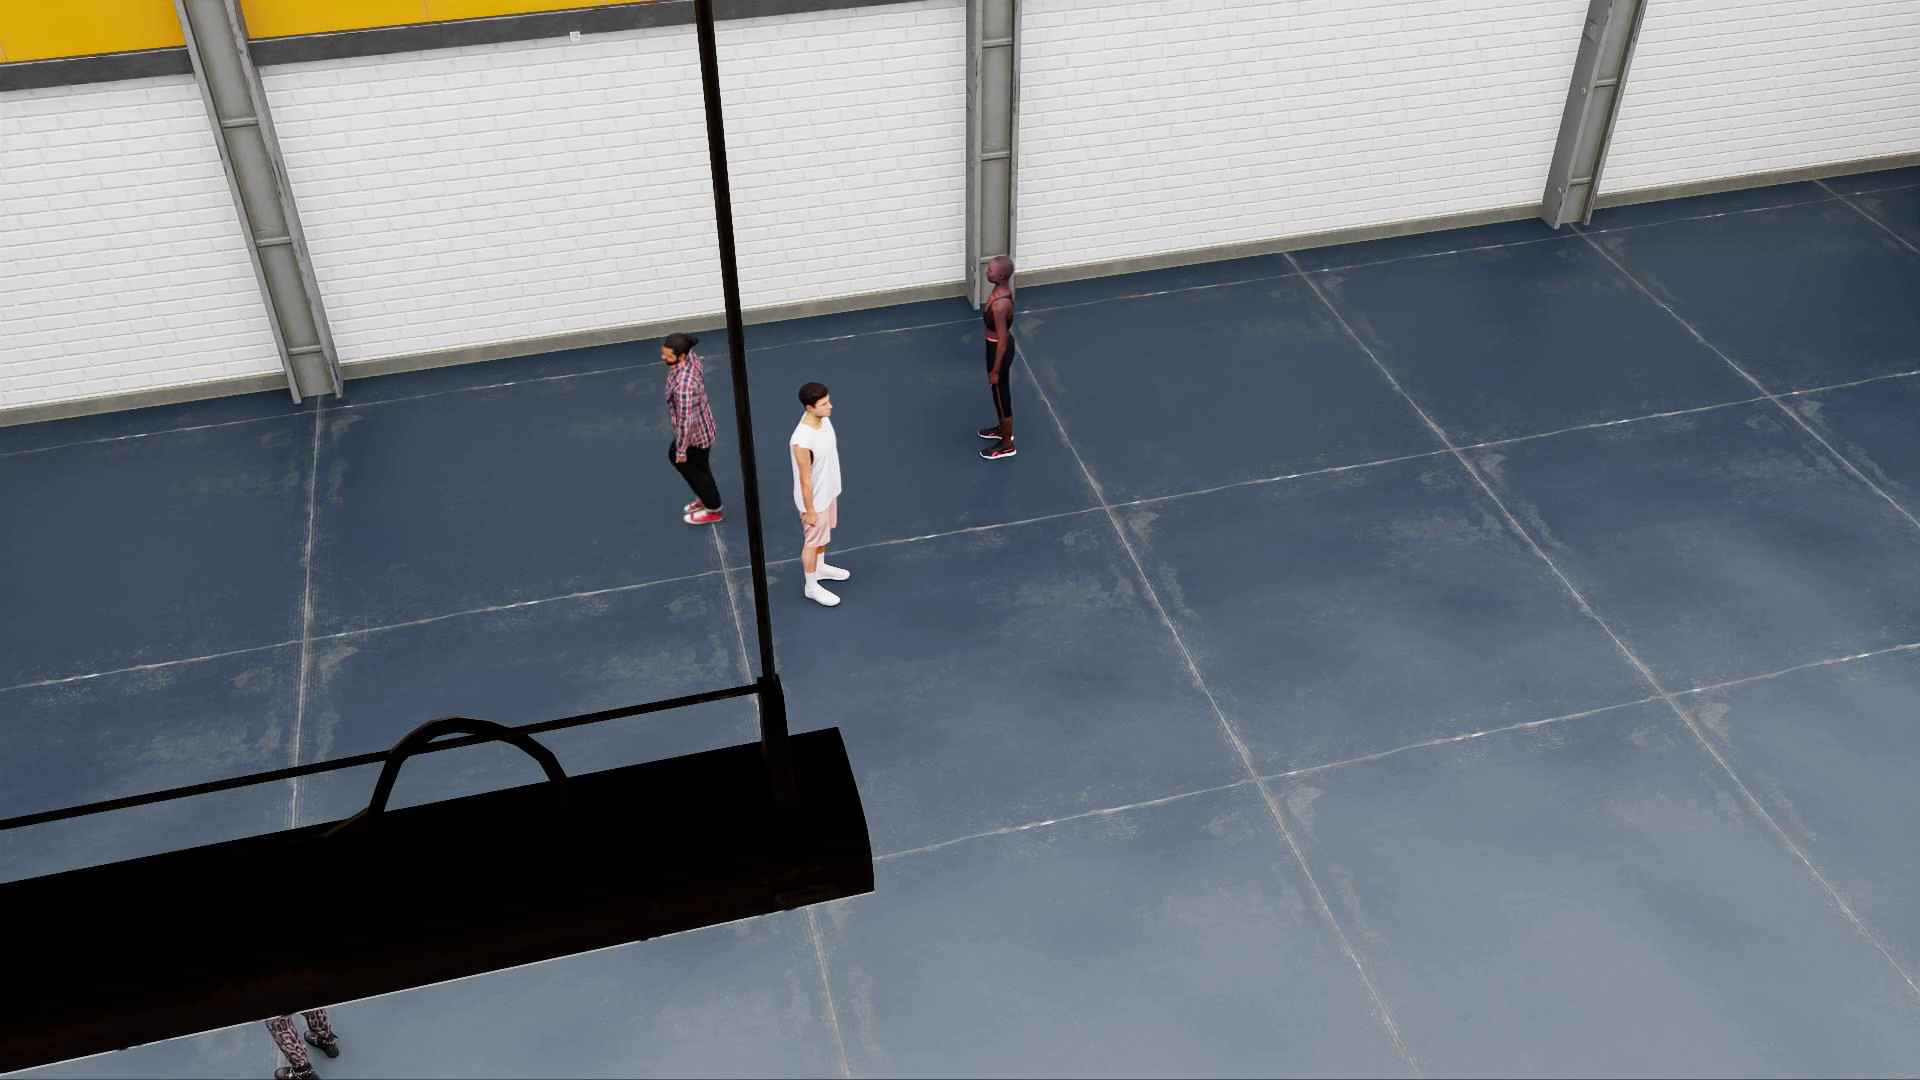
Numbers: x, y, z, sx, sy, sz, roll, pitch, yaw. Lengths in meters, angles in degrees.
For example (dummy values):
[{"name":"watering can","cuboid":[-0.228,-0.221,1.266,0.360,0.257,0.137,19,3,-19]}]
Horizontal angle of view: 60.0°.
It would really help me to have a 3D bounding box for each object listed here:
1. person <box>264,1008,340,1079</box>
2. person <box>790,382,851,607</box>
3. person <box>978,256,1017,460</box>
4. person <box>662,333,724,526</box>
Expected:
[{"name":"person","cuboid":[-3.549,2.202,8.558,0.723,1.714,0.681,13,41,16]},{"name":"person","cuboid":[-1.013,-0.356,11.703,0.723,1.787,0.729,8,39,10]},{"name":"person","cuboid":[0.323,-1.450,13.096,0.611,1.758,0.644,0,39,0]},{"name":"person","cuboid":[-1.907,-0.819,12.317,0.650,1.743,0.747,-3,39,-4]}]
